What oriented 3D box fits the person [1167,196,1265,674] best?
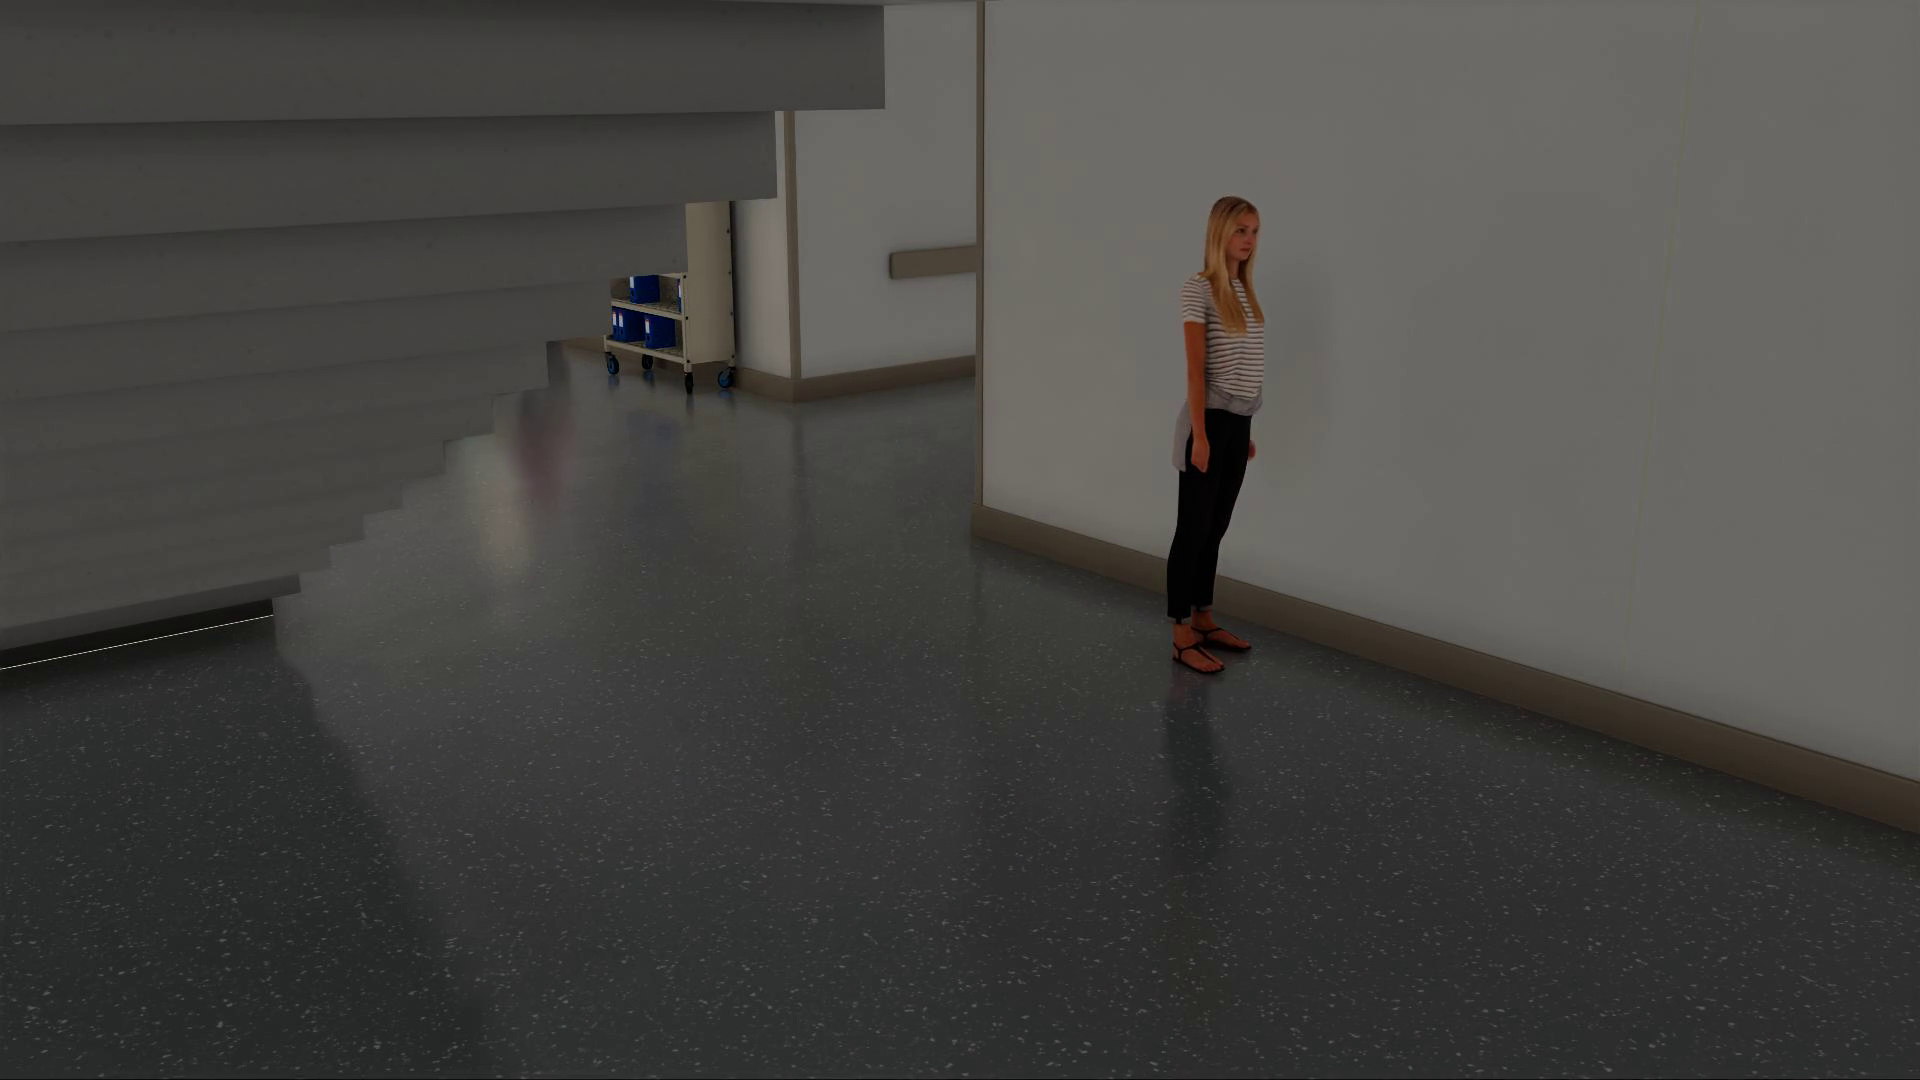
[{"bbox_3d":[0.981,-0.417,6.489,0.622,1.823,0.661,10,19,33],"label":"person"}]
